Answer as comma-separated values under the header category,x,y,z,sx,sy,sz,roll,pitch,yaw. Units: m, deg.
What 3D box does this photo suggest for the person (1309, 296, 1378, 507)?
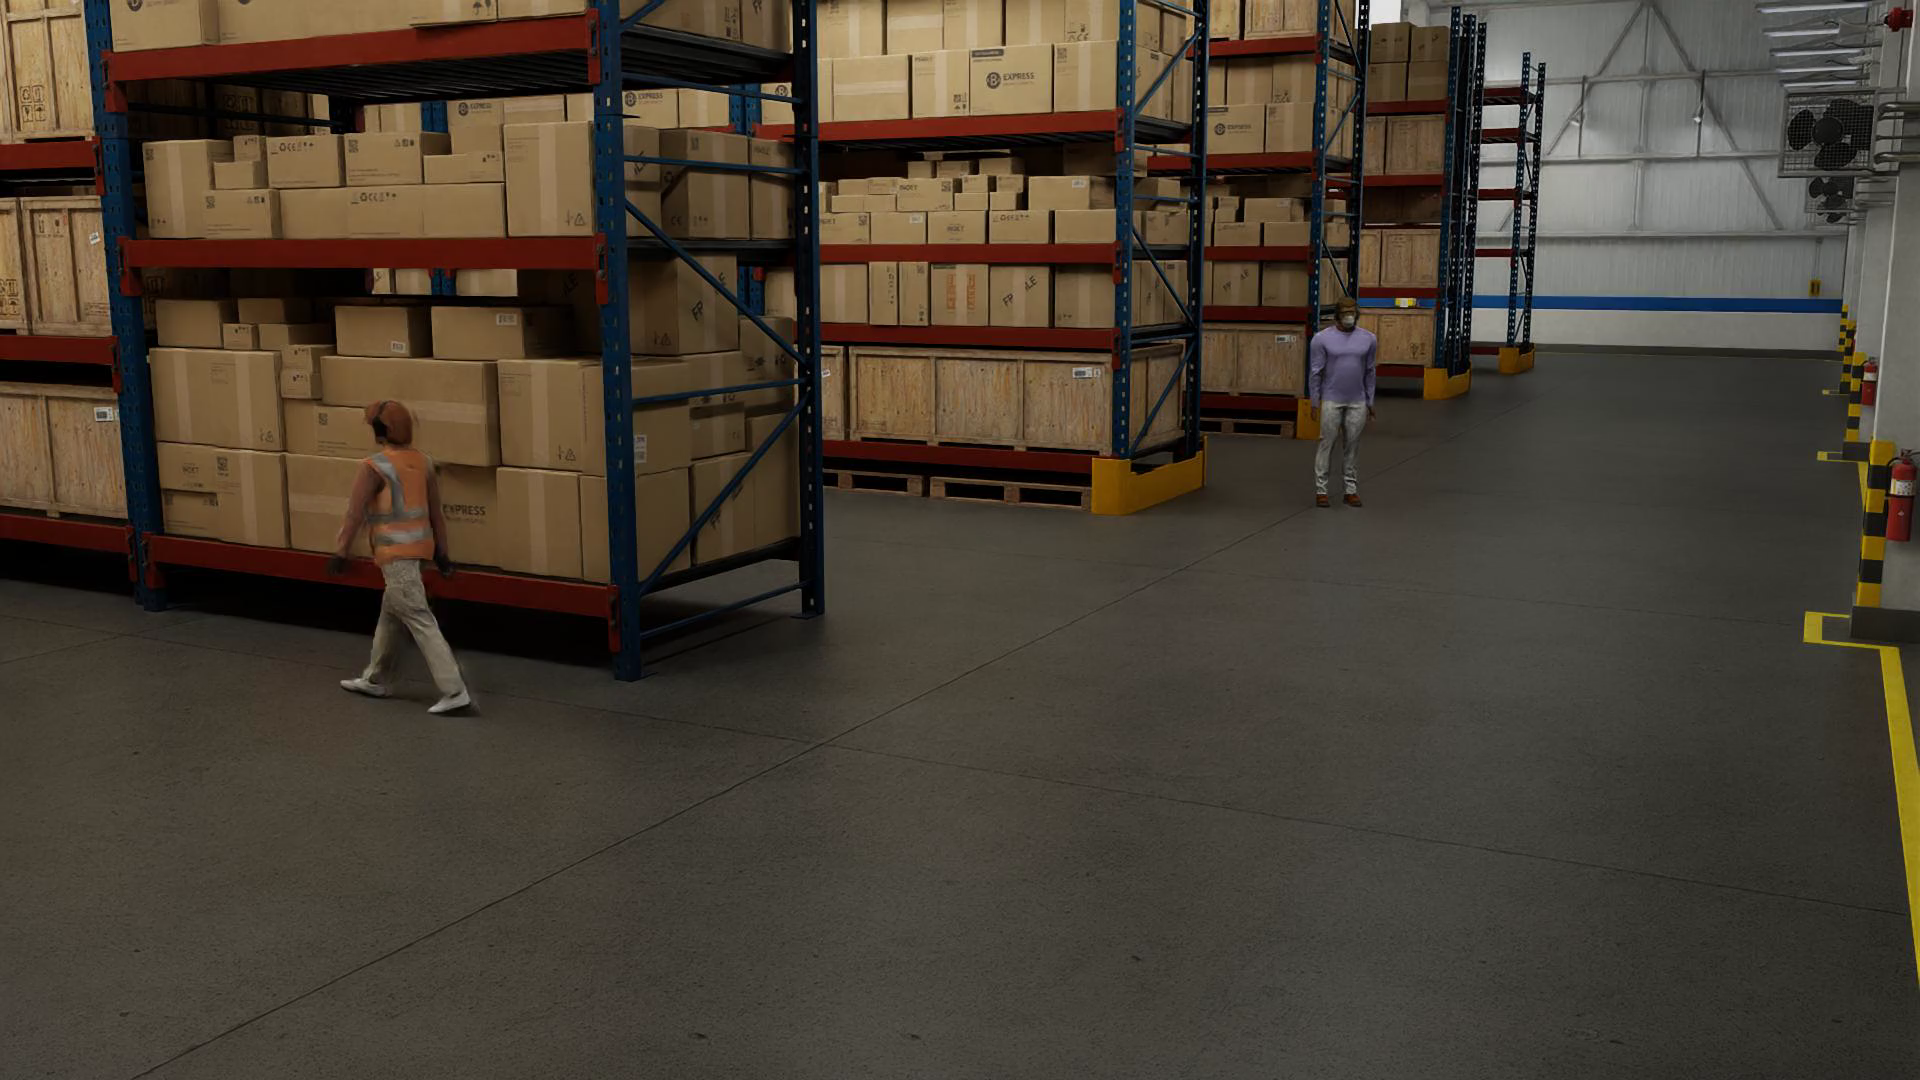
category,x,y,z,sx,sy,sz,roll,pitch,yaw
person,3.516,-1.263,15.283,0.637,1.938,0.355,-1,10,-6

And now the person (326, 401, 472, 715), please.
category,x,y,z,sx,sy,sz,roll,pitch,yaw
person,-2.845,0.088,8.473,0.889,1.590,0.510,3,10,16
